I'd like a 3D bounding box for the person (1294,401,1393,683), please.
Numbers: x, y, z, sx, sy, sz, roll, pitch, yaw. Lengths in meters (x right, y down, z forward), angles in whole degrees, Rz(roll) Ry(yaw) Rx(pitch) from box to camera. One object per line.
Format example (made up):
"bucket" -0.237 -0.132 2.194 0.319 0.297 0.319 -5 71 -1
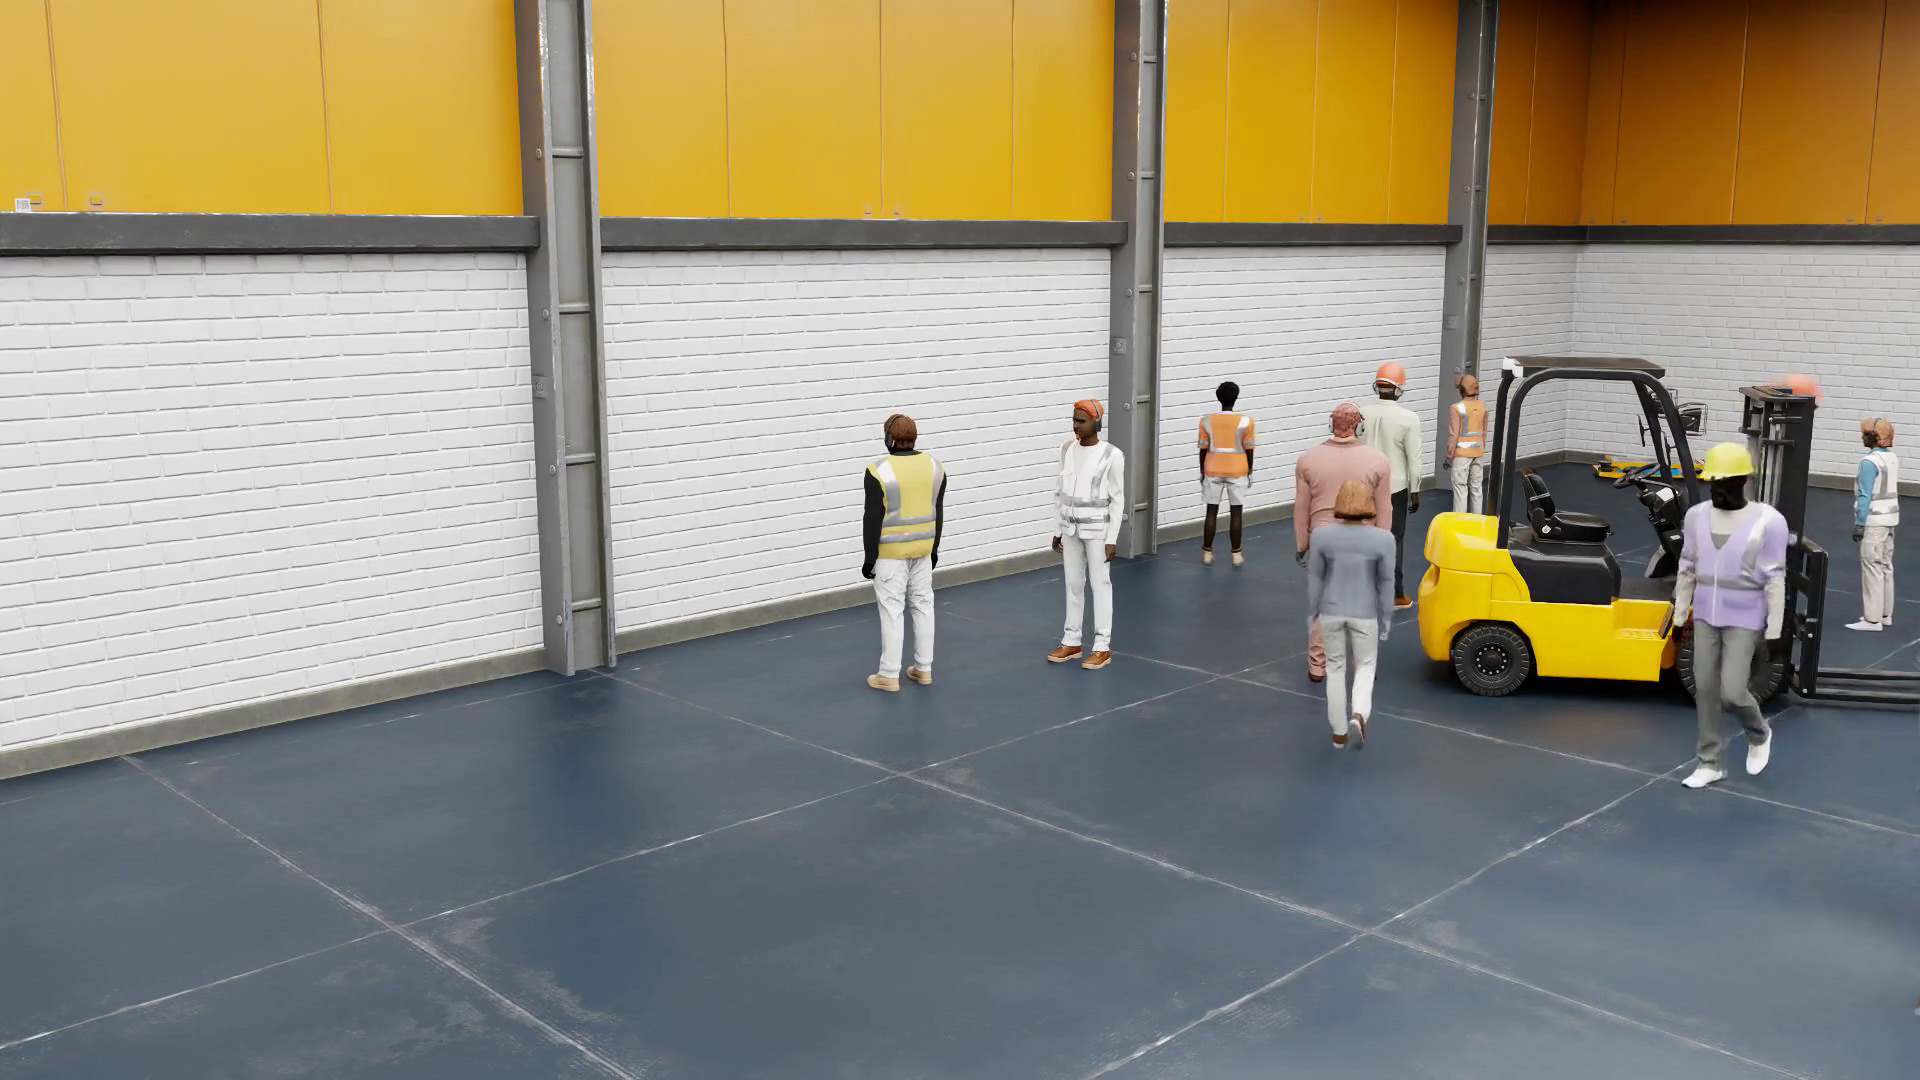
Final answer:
"person" 2.570 0.026 11.169 0.640 1.910 0.401 4 11 22

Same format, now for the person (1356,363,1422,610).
"person" 3.431 -0.433 13.434 0.625 1.990 0.395 8 13 37

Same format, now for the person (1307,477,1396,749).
"person" 2.255 0.446 9.663 0.504 1.619 0.477 3 11 17

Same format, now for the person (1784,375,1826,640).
"person" 6.168 -0.250 12.513 0.488 1.974 0.718 4 11 20

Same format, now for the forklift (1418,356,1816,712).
"forklift" 4.276 -0.101 11.076 2.313 2.155 1.214 2 11 13

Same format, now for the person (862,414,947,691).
"person" -0.395 0.081 11.046 0.627 1.844 0.429 -8 13 -36

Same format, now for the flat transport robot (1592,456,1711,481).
"flat transport robot" 8.662 -0.898 20.668 1.431 0.197 0.652 3 11 13

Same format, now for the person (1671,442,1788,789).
"person" 4.187 0.411 9.040 0.526 1.909 0.616 -7 12 -32

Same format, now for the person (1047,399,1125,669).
"person" 0.877 -0.045 11.622 0.576 1.882 0.355 9 14 41

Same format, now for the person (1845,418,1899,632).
"person" 7.012 -0.120 12.745 0.525 1.626 0.331 -10 14 -43

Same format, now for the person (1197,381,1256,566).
"person" 2.431 -0.604 15.210 0.536 1.691 0.320 4 11 20

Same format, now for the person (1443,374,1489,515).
"person" 5.036 -0.829 16.559 0.514 1.640 0.310 -6 12 -30
